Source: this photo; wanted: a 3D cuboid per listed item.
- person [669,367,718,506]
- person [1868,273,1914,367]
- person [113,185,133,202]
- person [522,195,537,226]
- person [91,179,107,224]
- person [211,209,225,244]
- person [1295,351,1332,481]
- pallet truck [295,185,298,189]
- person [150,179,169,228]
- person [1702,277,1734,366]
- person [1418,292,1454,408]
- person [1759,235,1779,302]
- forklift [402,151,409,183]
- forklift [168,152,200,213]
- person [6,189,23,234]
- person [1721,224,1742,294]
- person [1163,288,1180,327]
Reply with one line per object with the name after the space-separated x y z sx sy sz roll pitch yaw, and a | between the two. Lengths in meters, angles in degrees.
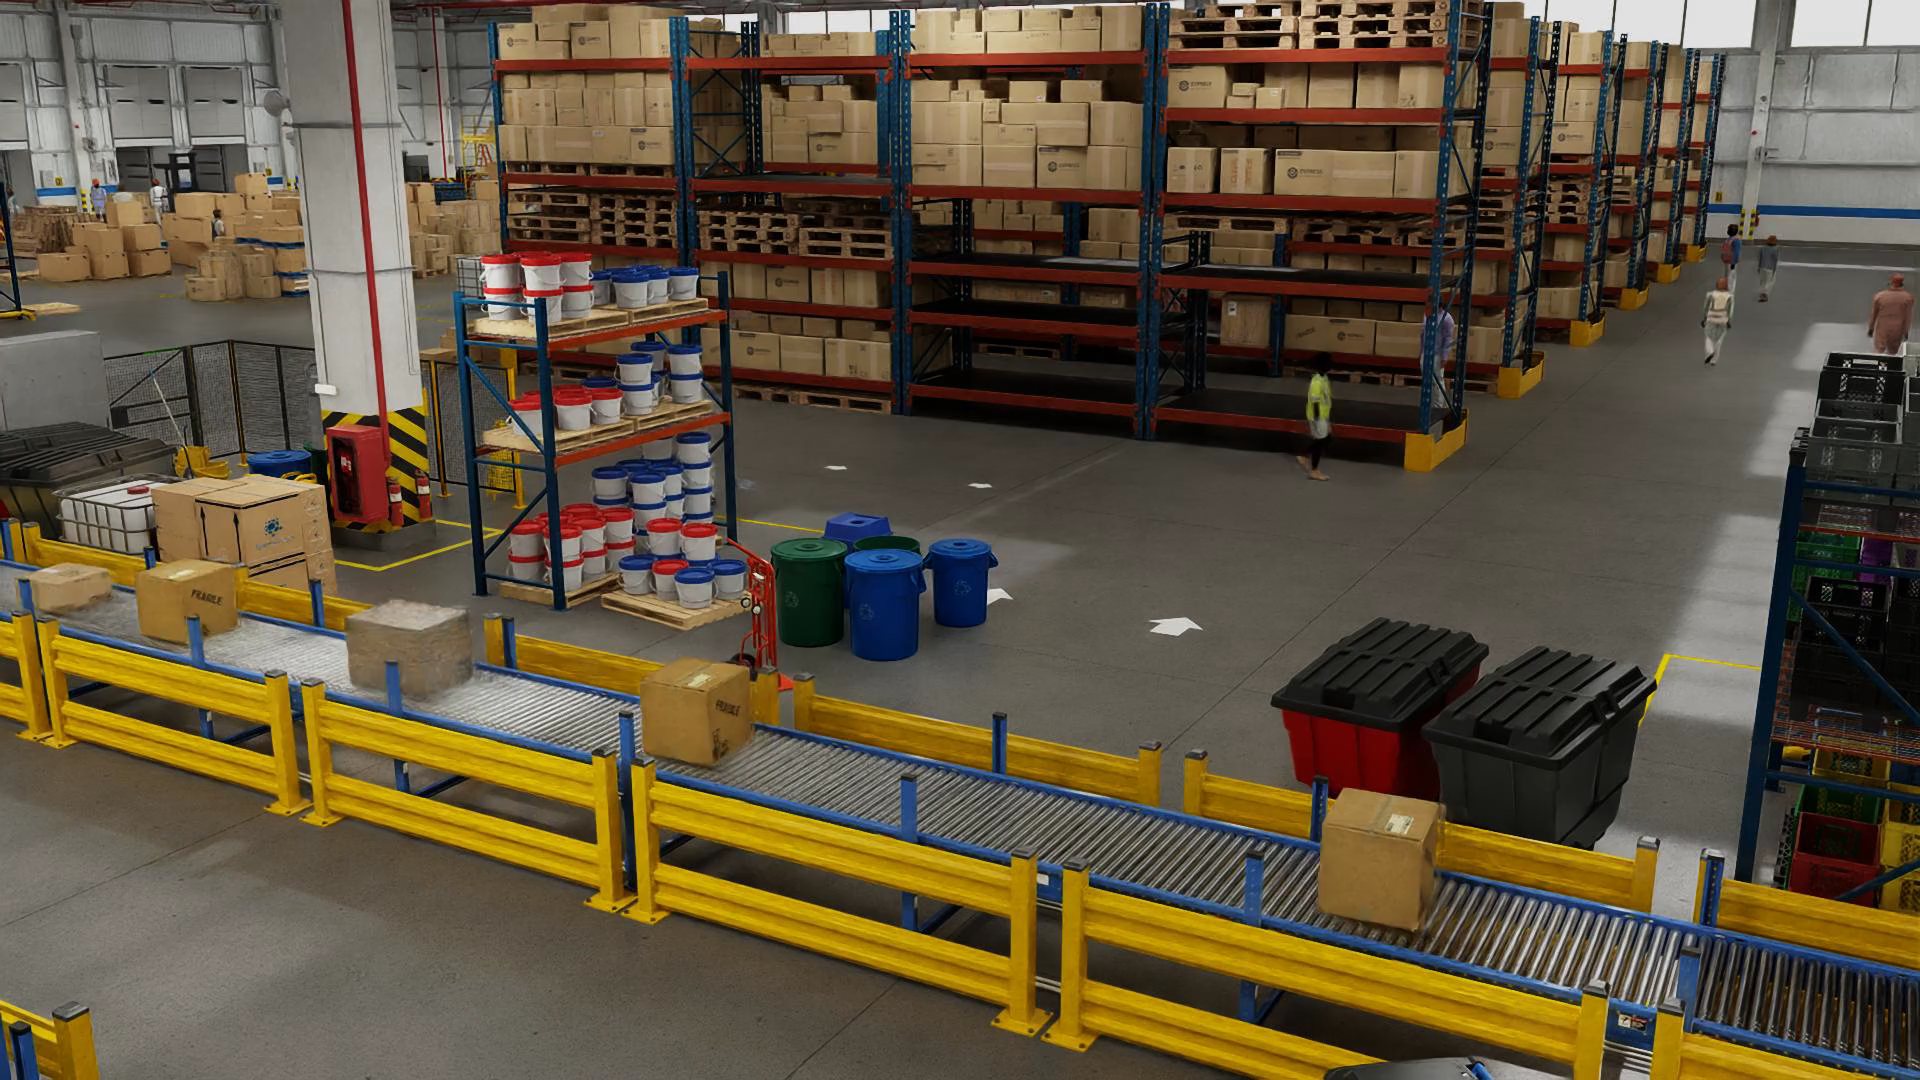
-3.333 -1.295 20.080 0.965 1.773 0.605 8 17 28 | person
16.105 -3.672 28.820 0.650 1.884 0.787 9 17 31 | person
-28.983 -11.356 57.699 0.637 1.900 0.998 -8 17 -28 | person
-13.581 -10.034 52.728 0.598 1.885 0.903 8 17 27 | person
-31.733 -12.341 61.320 0.546 1.927 0.385 -1 15 -4 | person
-20.414 -8.193 45.882 0.506 1.847 0.345 11 18 34 | person
4.603 -1.597 21.392 0.409 1.680 0.544 5 16 19 | person
-26.804 -14.617 69.738 1.885 1.965 0.823 -14 20 -42 | pallet truck
-30.126 -12.625 62.546 0.645 1.847 0.753 -12 19 -37 | person
13.939 -4.025 30.619 0.531 1.622 0.369 4 15 14 | person
7.289 -2.844 25.596 0.373 1.940 0.628 -7 17 -25 | person
19.451 -6.522 40.033 0.339 1.621 0.500 -9 18 -32 | person
-21.612 -13.646 64.399 1.873 2.768 1.129 1 15 2 | forklift
-28.984 -13.085 62.291 1.873 2.768 1.129 8 17 28 | forklift
-34.286 -11.912 60.307 0.702 1.612 0.521 -14 20 -42 | person
18.773 -6.770 40.542 0.430 1.844 0.624 2 15 8 | person
4.496 -5.468 35.523 0.641 1.908 0.407 -14 20 -42 | person
